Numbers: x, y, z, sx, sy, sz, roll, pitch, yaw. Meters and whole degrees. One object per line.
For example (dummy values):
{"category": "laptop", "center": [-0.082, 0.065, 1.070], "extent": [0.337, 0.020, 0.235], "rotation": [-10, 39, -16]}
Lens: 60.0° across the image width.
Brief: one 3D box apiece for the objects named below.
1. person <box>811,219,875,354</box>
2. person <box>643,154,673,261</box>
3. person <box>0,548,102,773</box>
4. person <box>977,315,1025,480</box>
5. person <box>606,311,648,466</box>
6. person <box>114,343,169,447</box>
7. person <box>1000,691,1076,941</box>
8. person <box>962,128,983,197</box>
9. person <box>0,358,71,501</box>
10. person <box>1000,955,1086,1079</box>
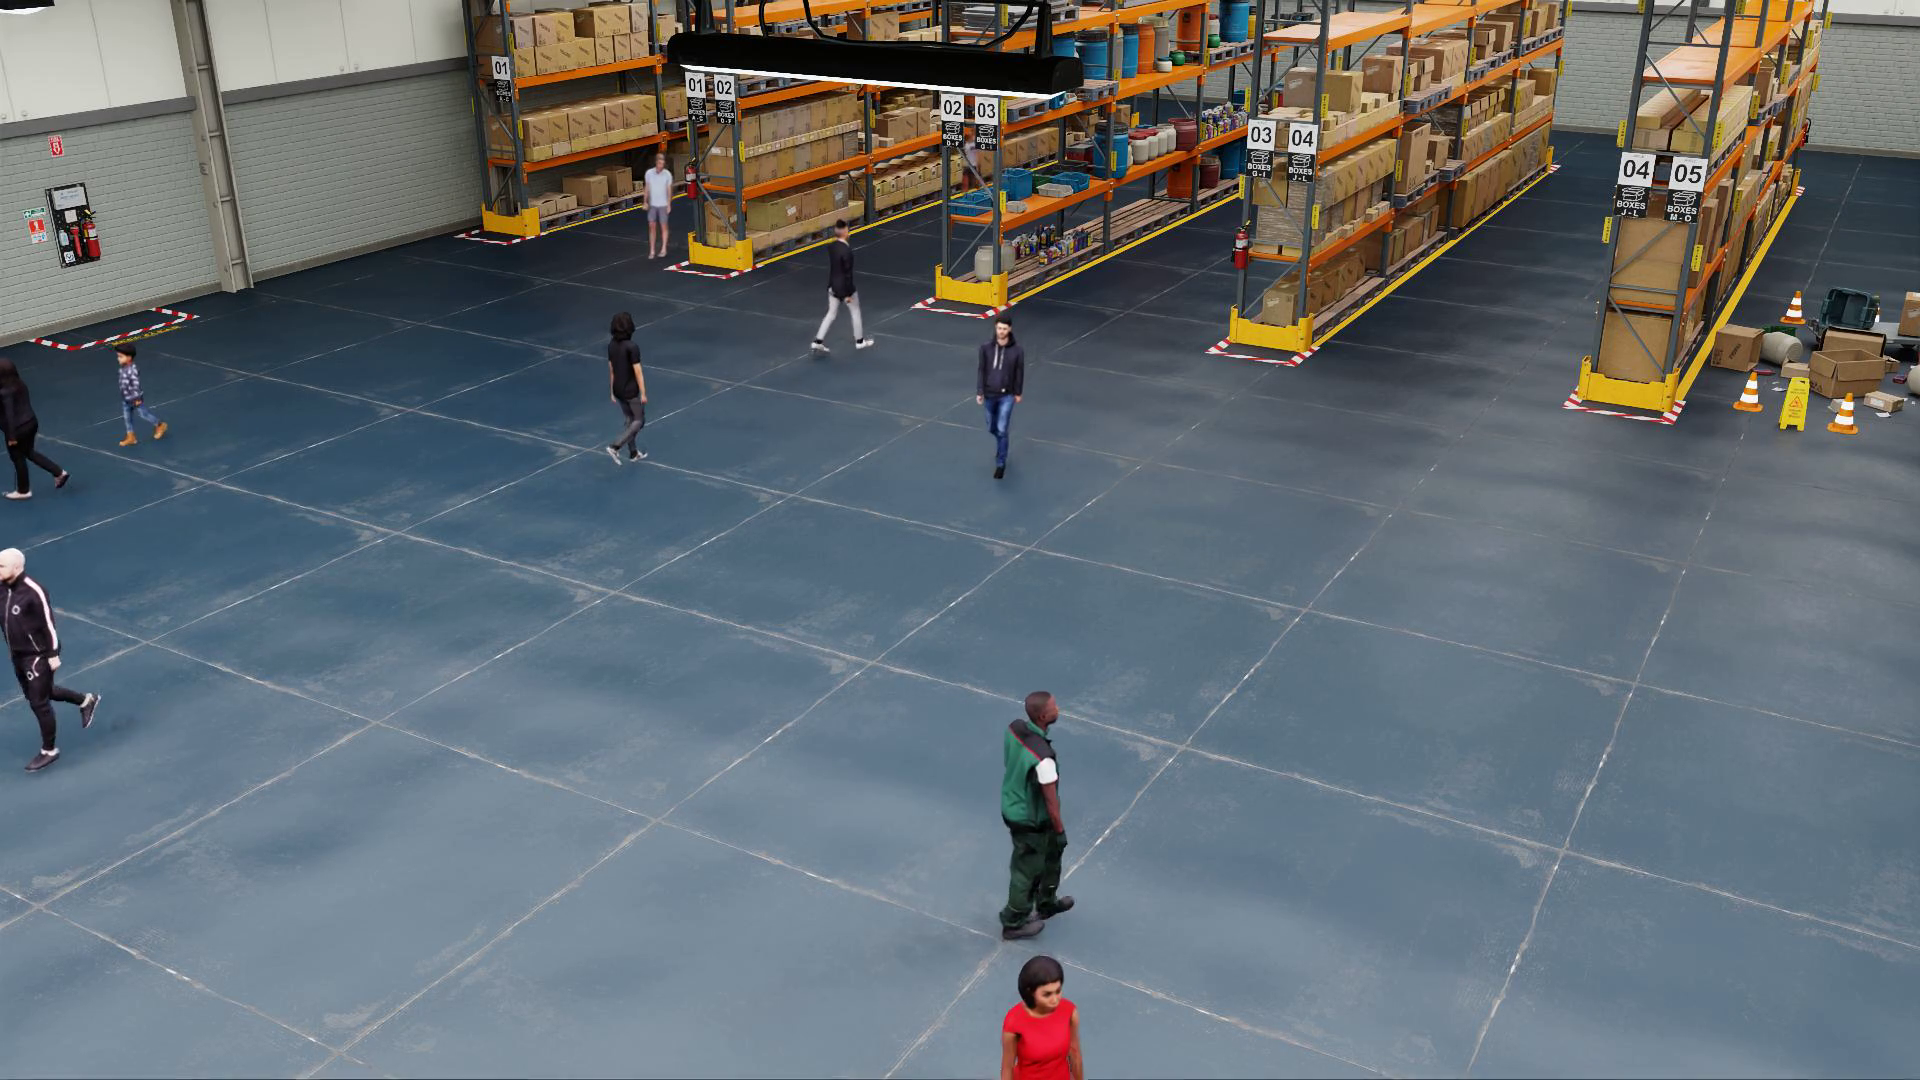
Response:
{"category": "person", "center": [-1.748, -3.543, 23.379], "extent": [1.312, 1.914, 0.962], "rotation": [-19, 30, -38]}
{"category": "person", "center": [-5.185, -5.807, 28.847], "extent": [0.909, 1.801, 0.983], "rotation": [3, 23, 8]}
{"category": "person", "center": [-7.188, 0.883, 13.098], "extent": [0.664, 1.815, 0.992], "rotation": [12, 26, 26]}
{"category": "person", "center": [0.465, -1.688, 19.089], "extent": [0.880, 1.857, 1.258], "rotation": [6, 24, 14]}
{"category": "person", "center": [-3.897, -1.719, 19.214], "extent": [0.711, 1.817, 0.926], "rotation": [16, 28, 34]}
{"category": "person", "center": [-9.937, -1.766, 20.072], "extent": [0.524, 1.232, 0.833], "rotation": [14, 27, 30]}
{"category": "person", "center": [0.392, 1.823, 10.879], "extent": [0.996, 1.822, 0.931], "rotation": [-8, 24, -18]}
{"category": "person", "center": [0.280, -7.316, 32.653], "extent": [0.605, 1.599, 0.939], "rotation": [16, 28, 33]}
{"category": "person", "center": [-10.301, -1.232, 18.340], "extent": [0.999, 1.605, 0.953], "rotation": [-5, 23, -11]}
{"category": "person", "center": [0.366, 2.840, 8.602], "extent": [0.689, 1.732, 0.757], "rotation": [-12, 26, -26]}
